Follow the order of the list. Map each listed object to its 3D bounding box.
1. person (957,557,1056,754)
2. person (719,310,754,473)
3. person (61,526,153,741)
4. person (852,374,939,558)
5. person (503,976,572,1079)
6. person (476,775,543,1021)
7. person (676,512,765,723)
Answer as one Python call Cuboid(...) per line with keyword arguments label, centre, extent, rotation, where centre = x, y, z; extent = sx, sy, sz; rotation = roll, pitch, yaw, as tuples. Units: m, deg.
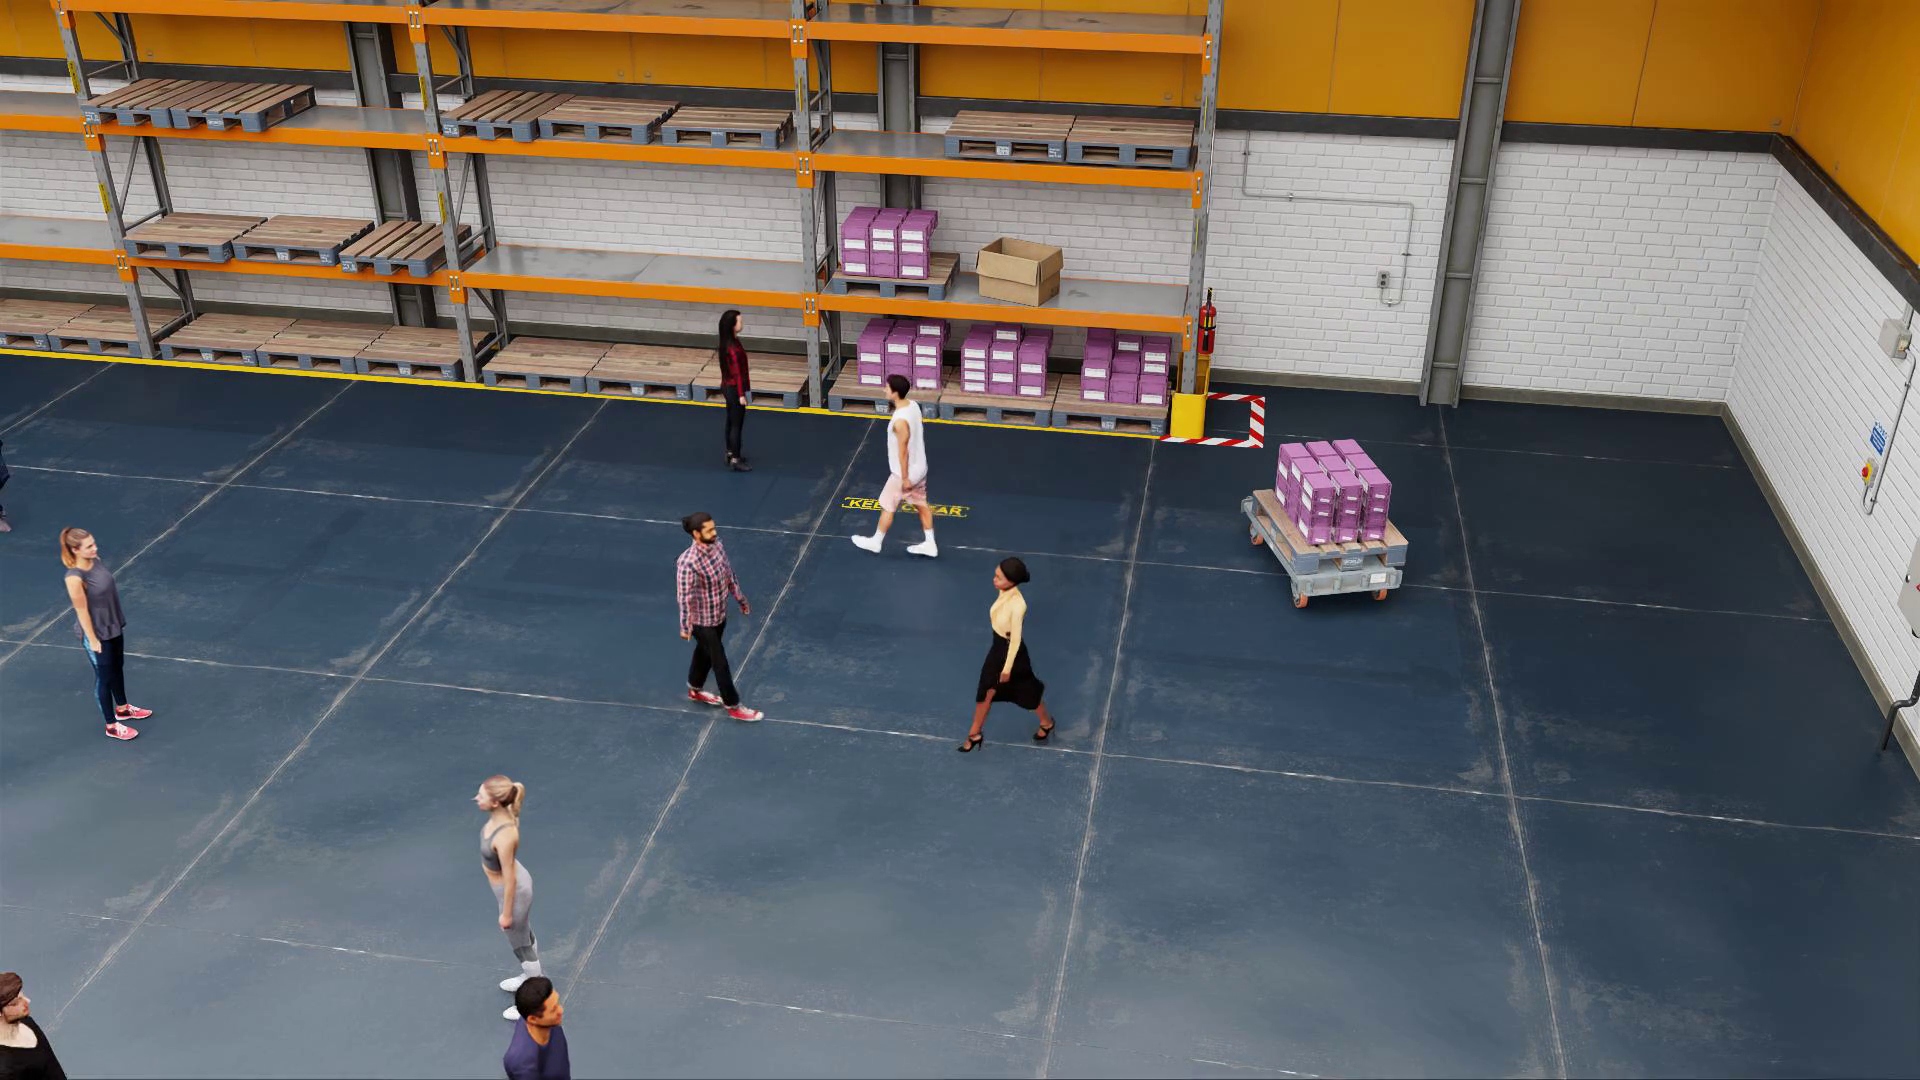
Cuboid(label="person", centre=(0.444, 0.871, 12.196), extent=(1.089, 1.610, 0.904), rotation=(-9, 30, -17))
Cuboid(label="person", centre=(-2.248, -1.480, 16.461), extent=(0.677, 1.654, 0.667), rotation=(-10, 30, -18))
Cuboid(label="person", centre=(-6.424, 0.670, 12.446), extent=(0.585, 1.724, 0.608), rotation=(-1, 29, -1))
Cuboid(label="person", centre=(-0.382, -0.621, 14.786), extent=(1.041, 1.751, 0.733), rotation=(9, 30, 17))
Cuboid(label="person", centre=(-2.099, 2.873, 8.341), extent=(0.600, 1.788, 0.661), rotation=(0, 29, 0))
Cuboid(label="person", centre=(-2.650, 2.092, 9.861), extent=(0.678, 1.704, 0.650), rotation=(-8, 30, -14))
Cuboid(label="person", centre=(-1.987, 0.555, 12.649), extent=(0.987, 1.733, 0.779), rotation=(8, 30, 14))
